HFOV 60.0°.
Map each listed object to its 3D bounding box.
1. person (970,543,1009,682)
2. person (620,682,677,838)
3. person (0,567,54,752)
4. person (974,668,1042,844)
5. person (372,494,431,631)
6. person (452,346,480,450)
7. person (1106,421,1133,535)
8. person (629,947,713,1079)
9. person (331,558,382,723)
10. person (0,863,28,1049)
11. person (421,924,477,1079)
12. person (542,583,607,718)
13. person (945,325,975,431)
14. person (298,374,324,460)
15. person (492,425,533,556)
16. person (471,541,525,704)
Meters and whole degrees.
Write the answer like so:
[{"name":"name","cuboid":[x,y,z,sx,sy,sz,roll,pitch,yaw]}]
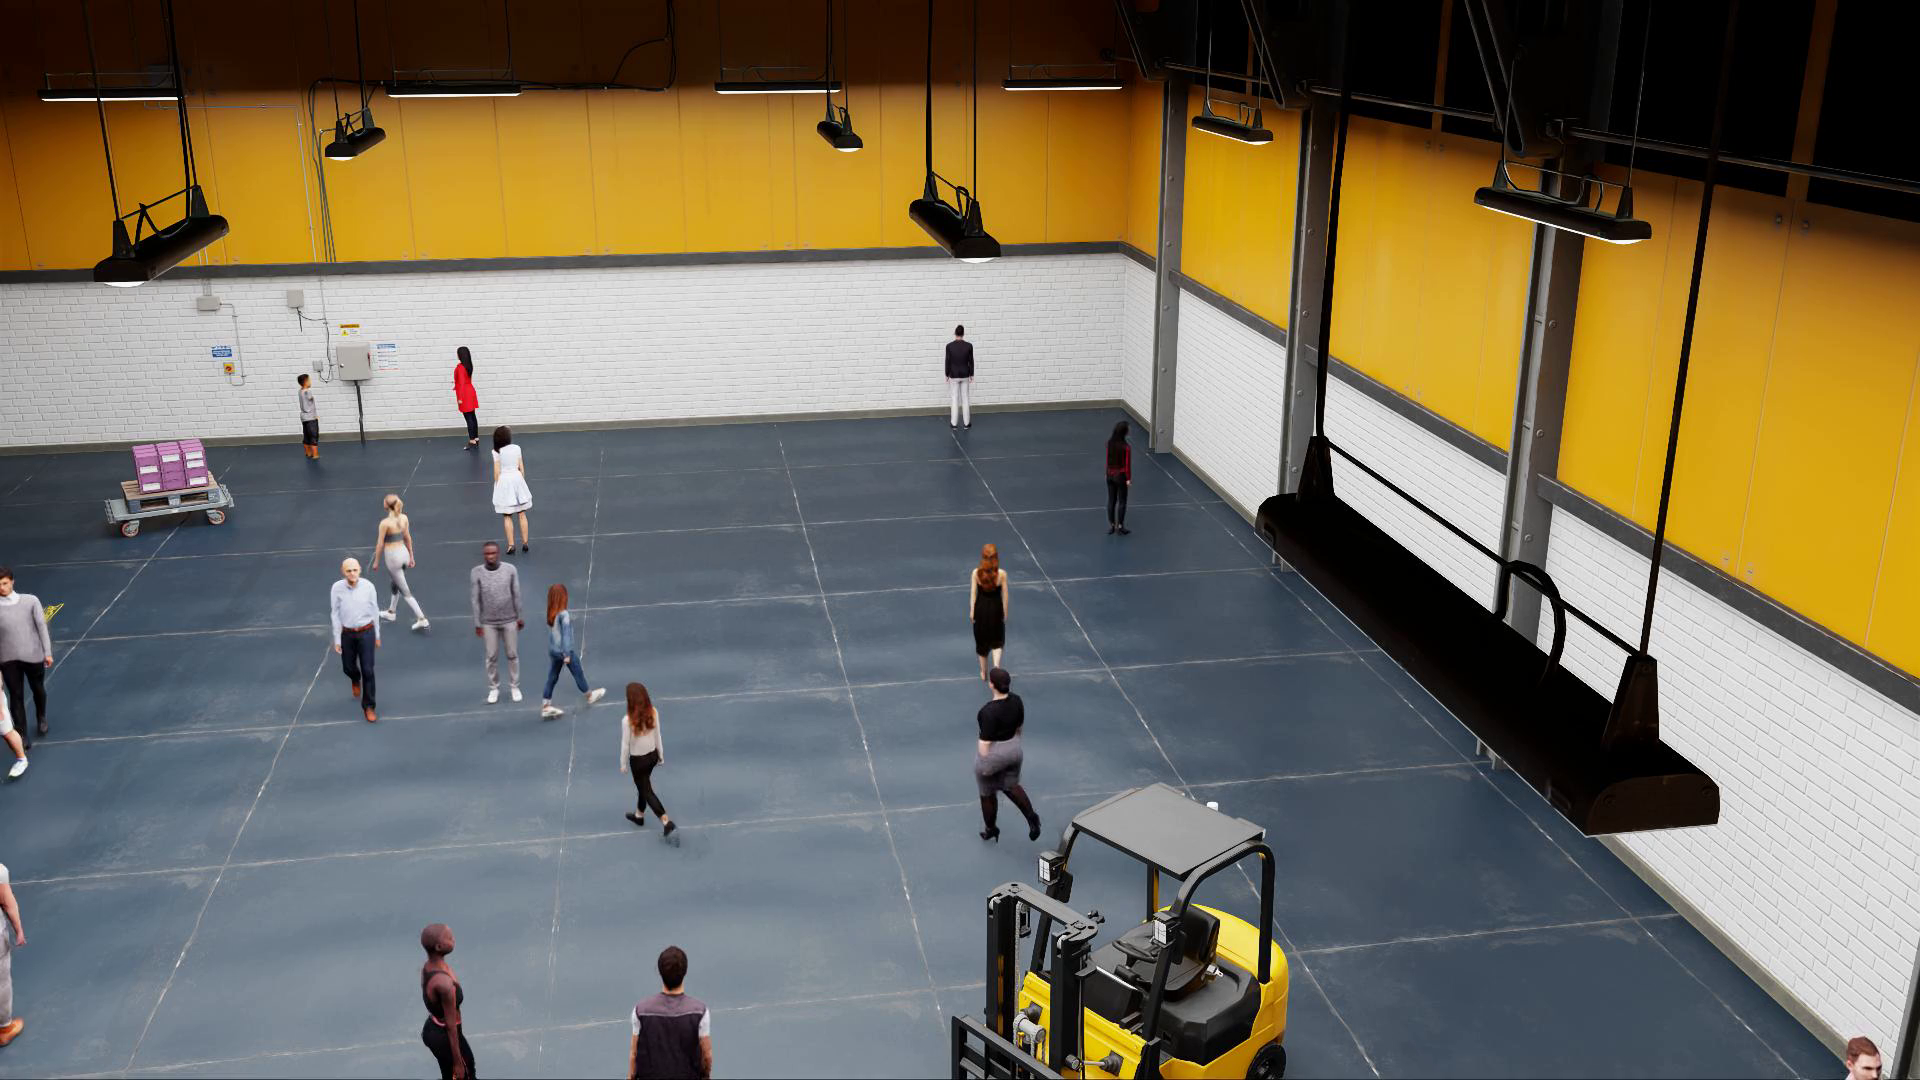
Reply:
[{"name":"person","cuboid":[0.320,0.844,18.539,0.625,1.616,0.738,-1,19,-2]},{"name":"person","cuboid":[-2.851,2.039,15.240,1.032,1.457,0.909,16,24,39]},{"name":"person","cuboid":[-9.652,1.183,17.140,1.002,1.866,1.313,-10,21,-27]},{"name":"person","cuboid":[0.424,1.992,14.932,1.078,1.741,0.960,18,25,42]},{"name":"person","cuboid":[-6.732,0.299,20.079,1.102,1.664,1.122,10,21,27]},{"name":"person","cuboid":[-8.286,-2.398,27.960,0.740,1.747,0.631,2,19,5]},{"name":"person","cuboid":[2.232,-0.883,23.610,0.639,1.652,0.731,13,23,34]},{"name":"person","cuboid":[-1.821,3.471,10.409,0.731,1.826,0.795,-3,19,-8]},{"name":"person","cuboid":[-6.444,1.024,17.753,0.759,1.776,1.052,-7,20,-20]},{"name":"person","cuboid":[-7.160,2.914,12.078,0.744,1.816,0.746,-2,19,-5]},{"name":"person","cuboid":[-3.465,3.345,10.905,0.851,1.748,0.837,-11,22,-29]},{"name":"person","cuboid":[-4.320,1.208,17.725,0.981,1.446,1.015,-16,24,-39]},{"name":"person","cuboid":[-0.014,-2.868,29.206,0.687,1.843,0.577,-1,19,-2]},{"name":"person","cuboid":[-10.778,-2.091,27.505,0.630,1.455,0.700,14,23,35]},{"name":"person","cuboid":[-6.149,-0.680,22.755,0.810,1.813,0.846,-11,22,-29]},{"name":"person","cuboid":[-5.027,0.871,18.121,0.708,1.831,0.588,-6,20,-18]}]
